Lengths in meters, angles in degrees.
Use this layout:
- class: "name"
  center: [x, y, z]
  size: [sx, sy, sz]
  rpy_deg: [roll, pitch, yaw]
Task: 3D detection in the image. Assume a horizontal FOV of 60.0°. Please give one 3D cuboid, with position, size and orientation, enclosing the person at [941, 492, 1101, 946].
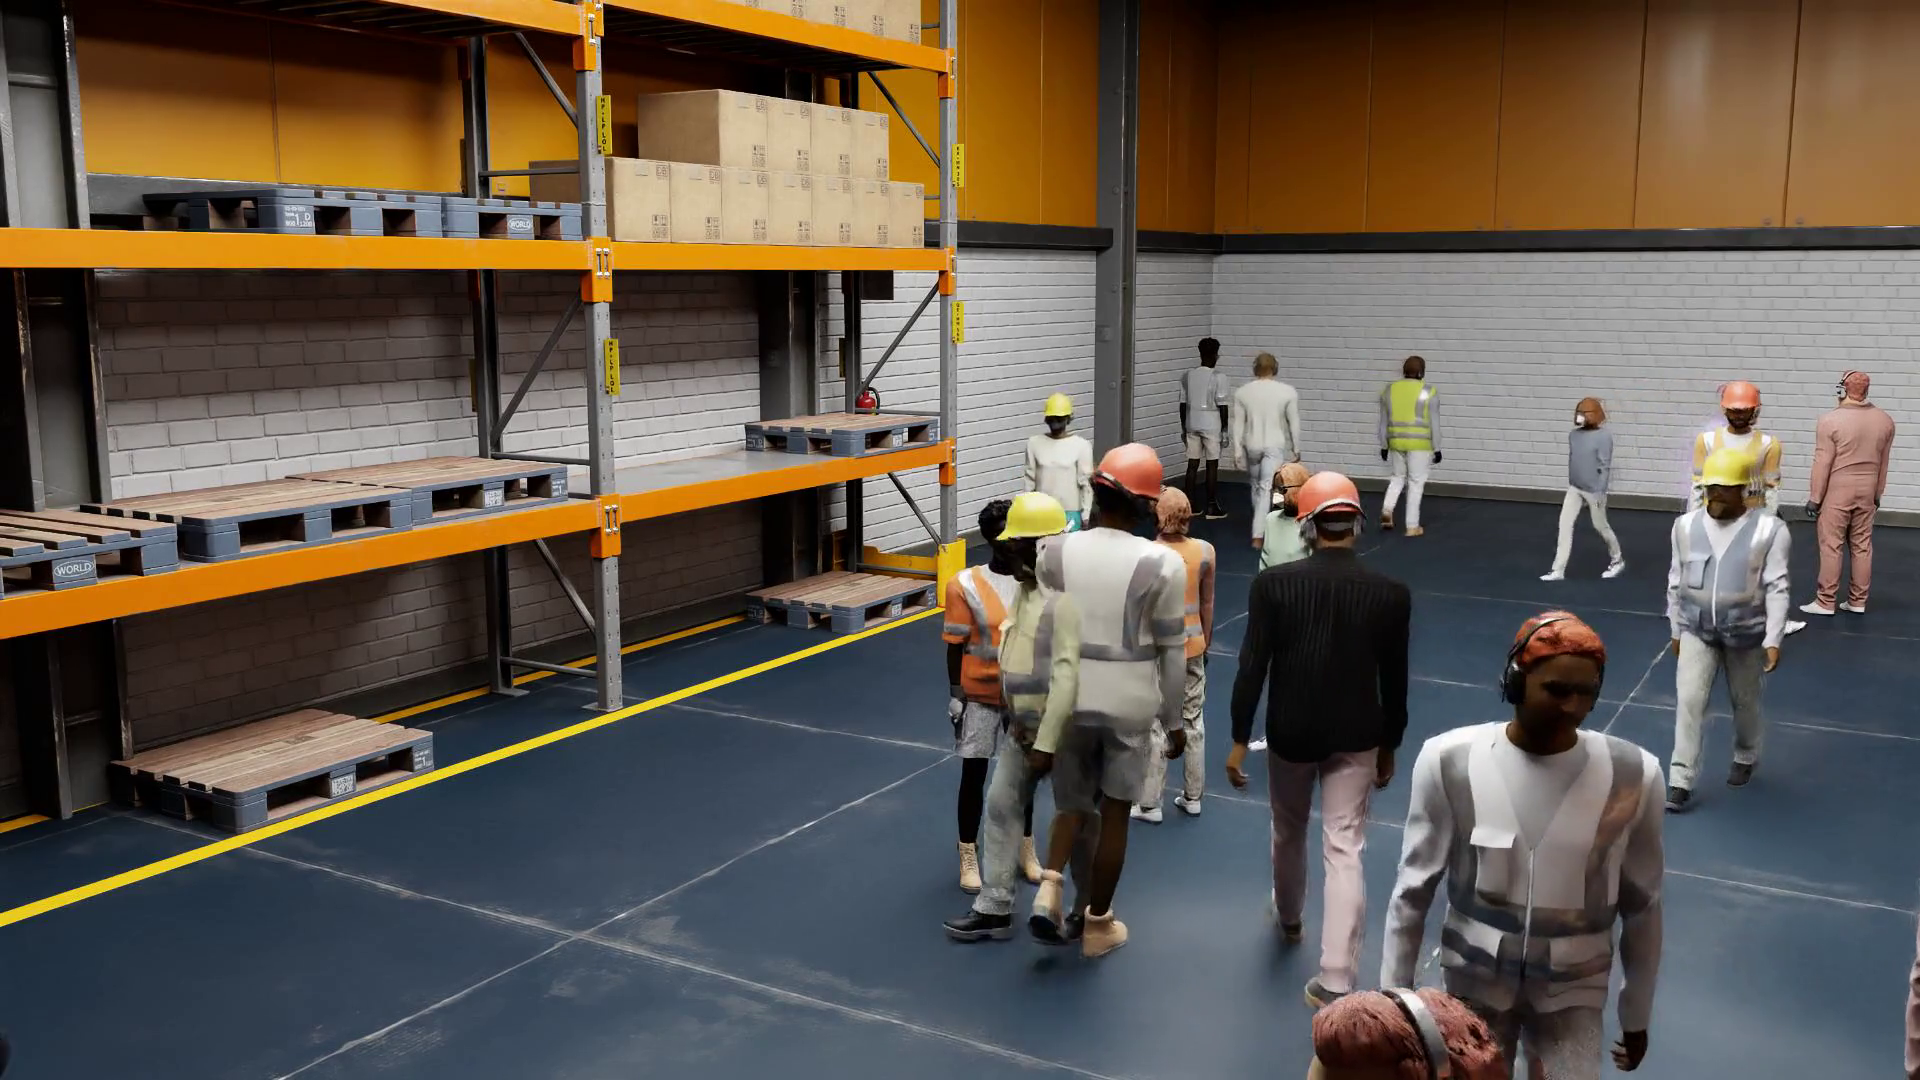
- class: "person"
  center: [0.264, 0.719, 6.490]
  size: [0.745, 1.794, 0.591]
  rpy_deg: [-4, 10, -24]

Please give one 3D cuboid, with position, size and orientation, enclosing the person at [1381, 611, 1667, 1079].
- class: "person"
  center: [1.307, 1.095, 3.939]
  size: [0.643, 1.869, 0.492]
  rpy_deg: [4, 10, 21]

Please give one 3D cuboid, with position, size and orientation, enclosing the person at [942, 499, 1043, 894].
- class: "person"
  center: [0.183, 0.664, 7.152]
  size: [0.535, 1.697, 0.318]
  rpy_deg: [-3, 10, -18]

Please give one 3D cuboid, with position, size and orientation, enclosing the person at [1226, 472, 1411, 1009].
- class: "person"
  center: [1.333, 0.714, 6.175]
  size: [0.659, 1.915, 1.033]
  rpy_deg: [1, 9, 7]

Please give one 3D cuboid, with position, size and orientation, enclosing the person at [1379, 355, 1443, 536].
- class: "person"
  center: [4.542, -0.943, 16.779]
  size: [0.639, 1.832, 0.455]
  rpy_deg: [8, 12, 42]

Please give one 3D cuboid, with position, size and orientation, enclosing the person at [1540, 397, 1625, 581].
- class: "person"
  center: [5.452, -0.442, 14.364]
  size: [0.832, 1.597, 0.510]
  rpy_deg: [-4, 10, -23]

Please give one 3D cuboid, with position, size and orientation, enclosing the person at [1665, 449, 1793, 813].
- class: "person"
  center: [3.842, 0.428, 8.339]
  size: [0.593, 1.790, 0.924]
  rpy_deg: [7, 12, 38]

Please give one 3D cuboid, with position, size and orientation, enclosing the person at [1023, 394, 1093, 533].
- class: "person"
  center: [0.709, -0.210, 12.410]
  size: [0.547, 1.747, 0.591]
  rpy_deg: [2, 9, 15]

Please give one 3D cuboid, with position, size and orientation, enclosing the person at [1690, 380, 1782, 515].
- class: "person"
  center: [5.281, -0.133, 11.384]
  size: [0.552, 1.933, 0.379]
  rpy_deg: [5, 10, 29]

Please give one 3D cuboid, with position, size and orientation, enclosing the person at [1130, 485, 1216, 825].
- class: "person"
  center: [1.002, 0.554, 8.013]
  size: [0.511, 1.640, 0.308]
  rpy_deg: [-5, 10, -26]

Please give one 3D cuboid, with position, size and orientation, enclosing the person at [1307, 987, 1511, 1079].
- class: "person"
  center: [0.533, 1.418, 1.993]
  size: [0.985, 1.848, 0.669]
  rpy_deg: [-1, 9, -9]

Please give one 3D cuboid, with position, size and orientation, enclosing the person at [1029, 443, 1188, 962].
- class: "person"
  center: [0.559, 0.636, 6.362]
  size: [0.616, 2.014, 0.511]
  rpy_deg: [5, 10, 29]

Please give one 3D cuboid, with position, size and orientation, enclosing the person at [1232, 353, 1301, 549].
- class: "person"
  center: [2.982, -0.878, 16.234]
  size: [0.640, 1.885, 1.050]
  rpy_deg: [4, 10, 26]

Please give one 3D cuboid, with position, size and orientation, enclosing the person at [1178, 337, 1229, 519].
- class: "person"
  center: [2.656, -1.212, 18.017]
  size: [0.613, 1.962, 0.362]
  rpy_deg: [8, 12, 42]

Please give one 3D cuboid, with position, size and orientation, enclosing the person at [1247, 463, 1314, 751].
- class: "person"
  center: [1.800, 0.393, 9.033]
  size: [0.269, 1.632, 0.505]
  rpy_deg: [-5, 10, -29]

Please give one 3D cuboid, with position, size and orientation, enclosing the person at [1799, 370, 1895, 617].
- class: "person"
  center: [6.834, -0.356, 12.859]
  size: [0.643, 1.909, 0.410]
  rpy_deg: [-2, 9, -12]

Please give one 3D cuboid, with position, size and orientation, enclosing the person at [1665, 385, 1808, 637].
- class: "person"
  center: [5.710, -0.217, 12.194]
  size: [1.045, 1.845, 0.664]
  rpy_deg: [7, 12, 38]
